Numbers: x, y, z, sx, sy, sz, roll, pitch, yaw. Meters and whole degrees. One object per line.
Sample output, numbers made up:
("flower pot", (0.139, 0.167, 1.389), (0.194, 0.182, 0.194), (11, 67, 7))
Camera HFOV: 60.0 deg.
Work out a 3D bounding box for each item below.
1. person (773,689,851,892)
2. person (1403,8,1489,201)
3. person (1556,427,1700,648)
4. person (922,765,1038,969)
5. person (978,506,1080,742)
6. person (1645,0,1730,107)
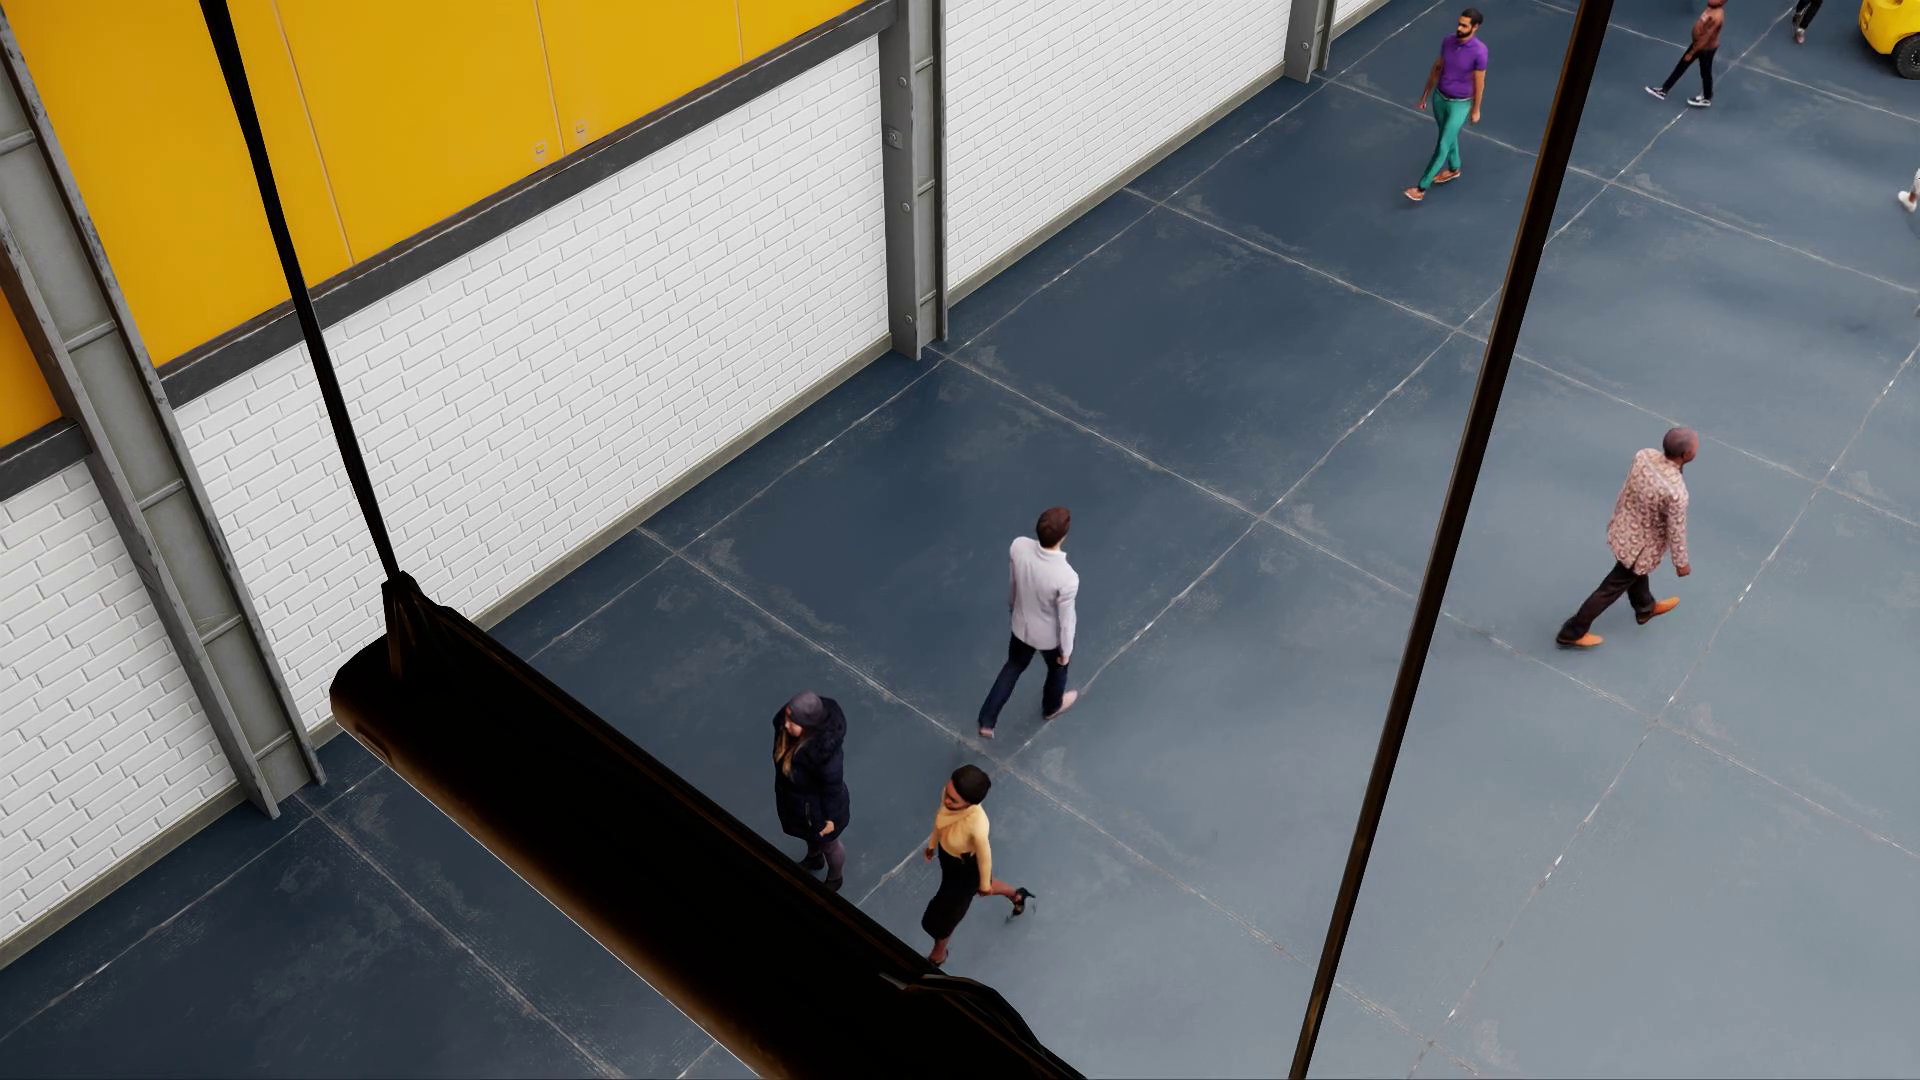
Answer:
("person", (-0.816, 1.413, 9.278), (0.719, 1.674, 0.723), (-29, 51, -27))
("person", (4.461, -3.919, 14.835), (1.166, 1.730, 0.849), (-26, 49, -25))
("person", (4.263, 0.039, 10.656), (1.232, 1.763, 1.156), (-4, 44, -5))
("person", (0.077, 1.734, 8.981), (1.088, 1.620, 0.854), (-17, 46, -17))
("person", (0.423, 0.564, 10.060), (0.690, 1.826, 1.040), (31, 52, 29))
("person", (7.249, -4.743, 16.070), (0.867, 1.219, 0.890), (5, 44, 5))
